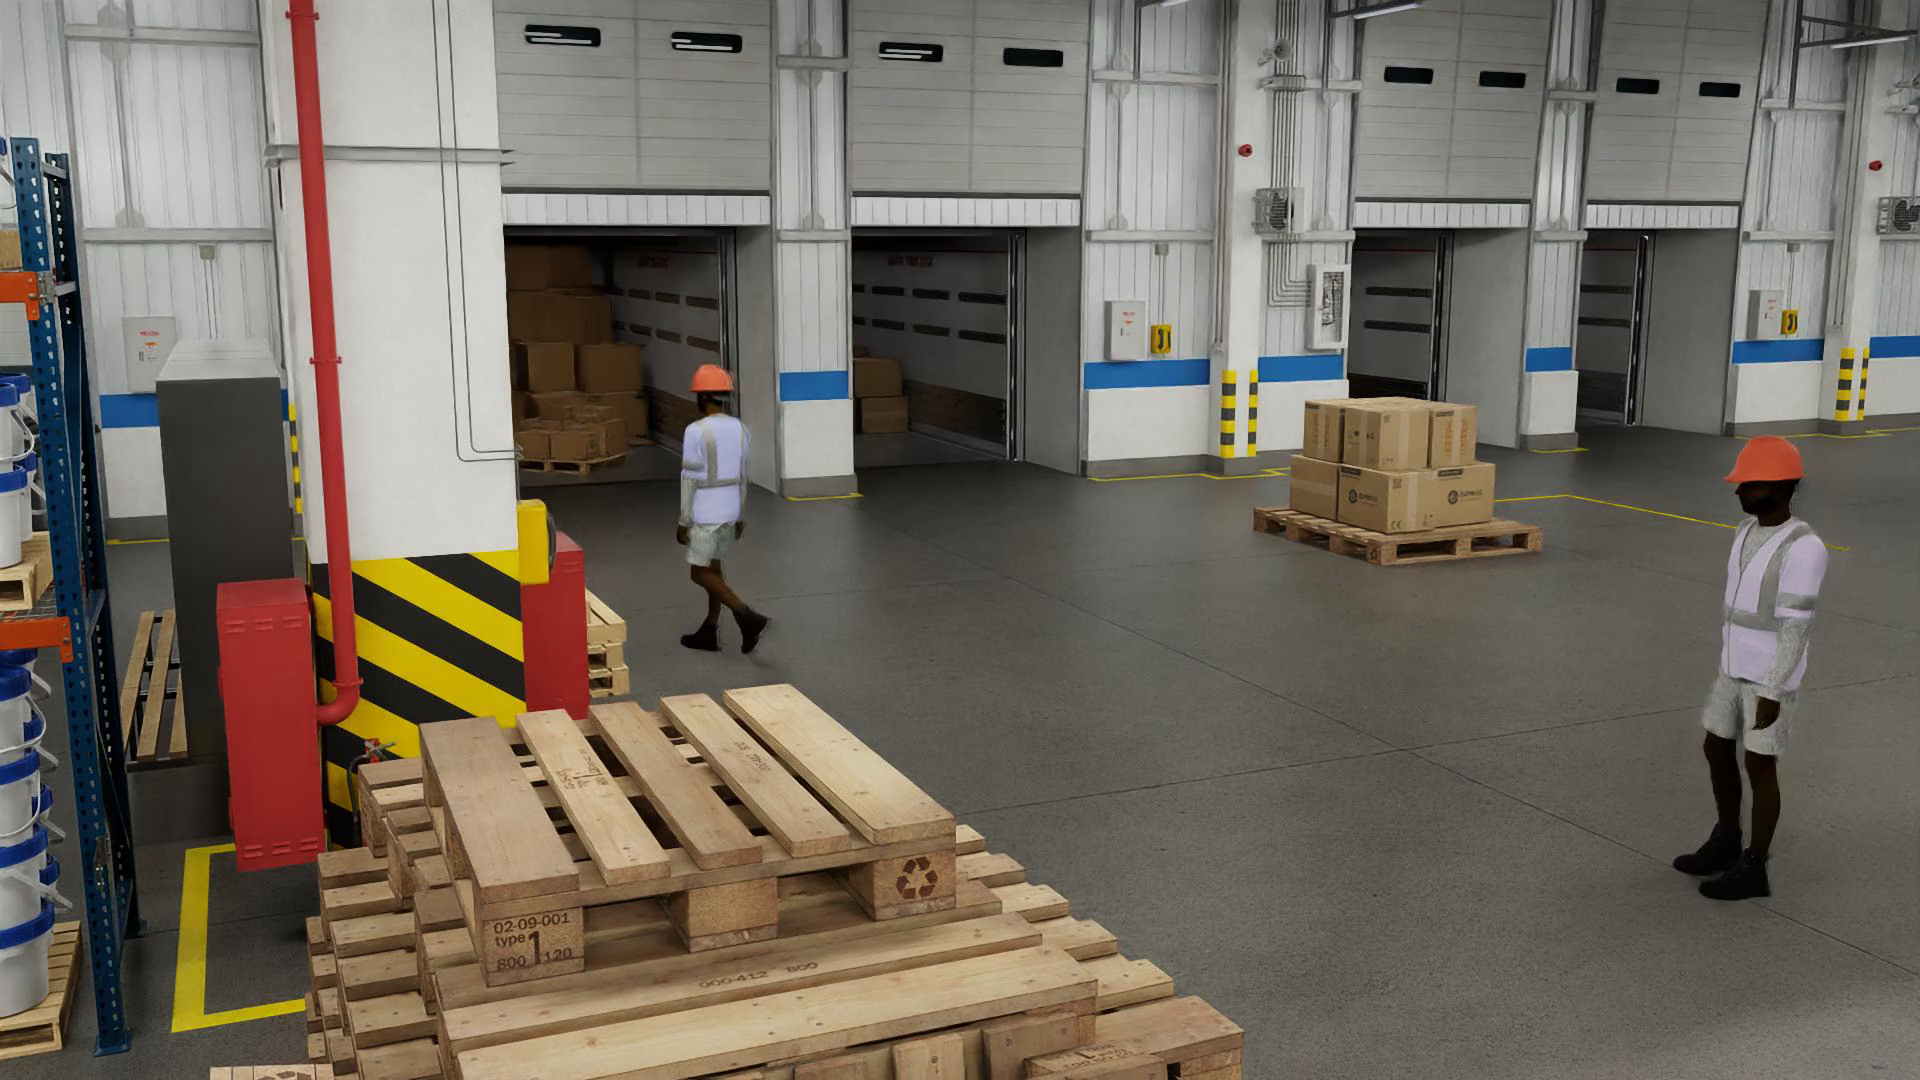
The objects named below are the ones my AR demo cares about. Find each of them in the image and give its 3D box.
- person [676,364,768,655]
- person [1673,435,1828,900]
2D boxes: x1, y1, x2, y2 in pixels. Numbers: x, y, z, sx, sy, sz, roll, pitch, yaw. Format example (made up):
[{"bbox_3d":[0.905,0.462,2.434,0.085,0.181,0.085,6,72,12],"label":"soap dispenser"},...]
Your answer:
[{"bbox_3d":[-1.559,-0.180,10.823,0.735,1.920,0.556,6,12,31],"label":"person"},{"bbox_3d":[3.279,0.534,6.858,0.372,1.936,0.566,-1,10,-6],"label":"person"}]
